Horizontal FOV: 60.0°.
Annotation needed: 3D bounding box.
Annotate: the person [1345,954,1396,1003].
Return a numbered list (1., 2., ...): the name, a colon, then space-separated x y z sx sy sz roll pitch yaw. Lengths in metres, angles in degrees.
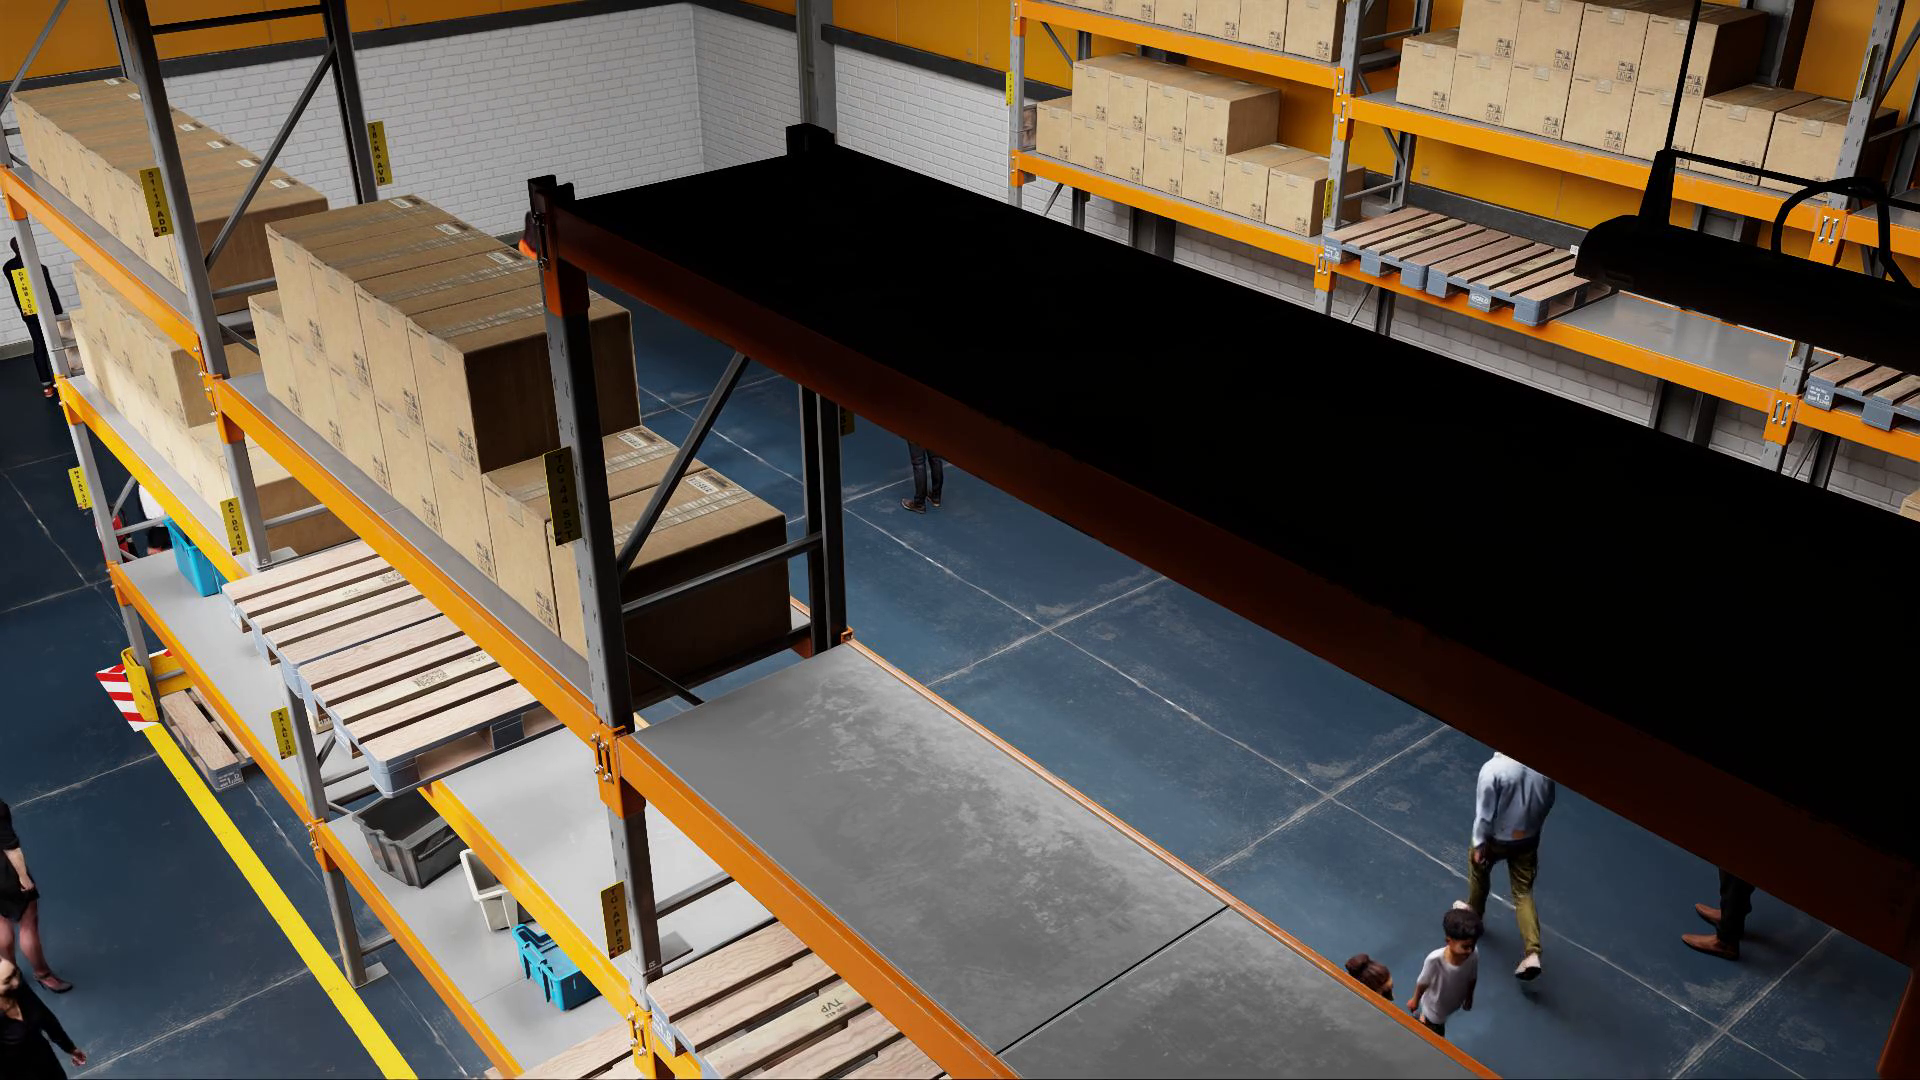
1. person: 1.926 2.812 8.574 1.164 1.631 0.696 22 35 34

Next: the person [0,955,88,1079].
1. person: -4.790 2.785 8.543 0.748 1.708 0.678 1 29 3

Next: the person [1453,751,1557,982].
1. person: 3.388 1.868 10.151 1.064 1.778 1.257 -4 29 -7

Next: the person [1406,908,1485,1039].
1. person: 2.725 2.541 9.478 0.775 1.241 0.971 -5 29 -9

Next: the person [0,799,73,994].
1. person: -5.714 2.031 9.952 0.675 1.683 0.799 15 32 26

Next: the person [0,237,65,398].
1. person: -9.927 -2.411 17.953 0.739 1.819 0.851 8 30 15
